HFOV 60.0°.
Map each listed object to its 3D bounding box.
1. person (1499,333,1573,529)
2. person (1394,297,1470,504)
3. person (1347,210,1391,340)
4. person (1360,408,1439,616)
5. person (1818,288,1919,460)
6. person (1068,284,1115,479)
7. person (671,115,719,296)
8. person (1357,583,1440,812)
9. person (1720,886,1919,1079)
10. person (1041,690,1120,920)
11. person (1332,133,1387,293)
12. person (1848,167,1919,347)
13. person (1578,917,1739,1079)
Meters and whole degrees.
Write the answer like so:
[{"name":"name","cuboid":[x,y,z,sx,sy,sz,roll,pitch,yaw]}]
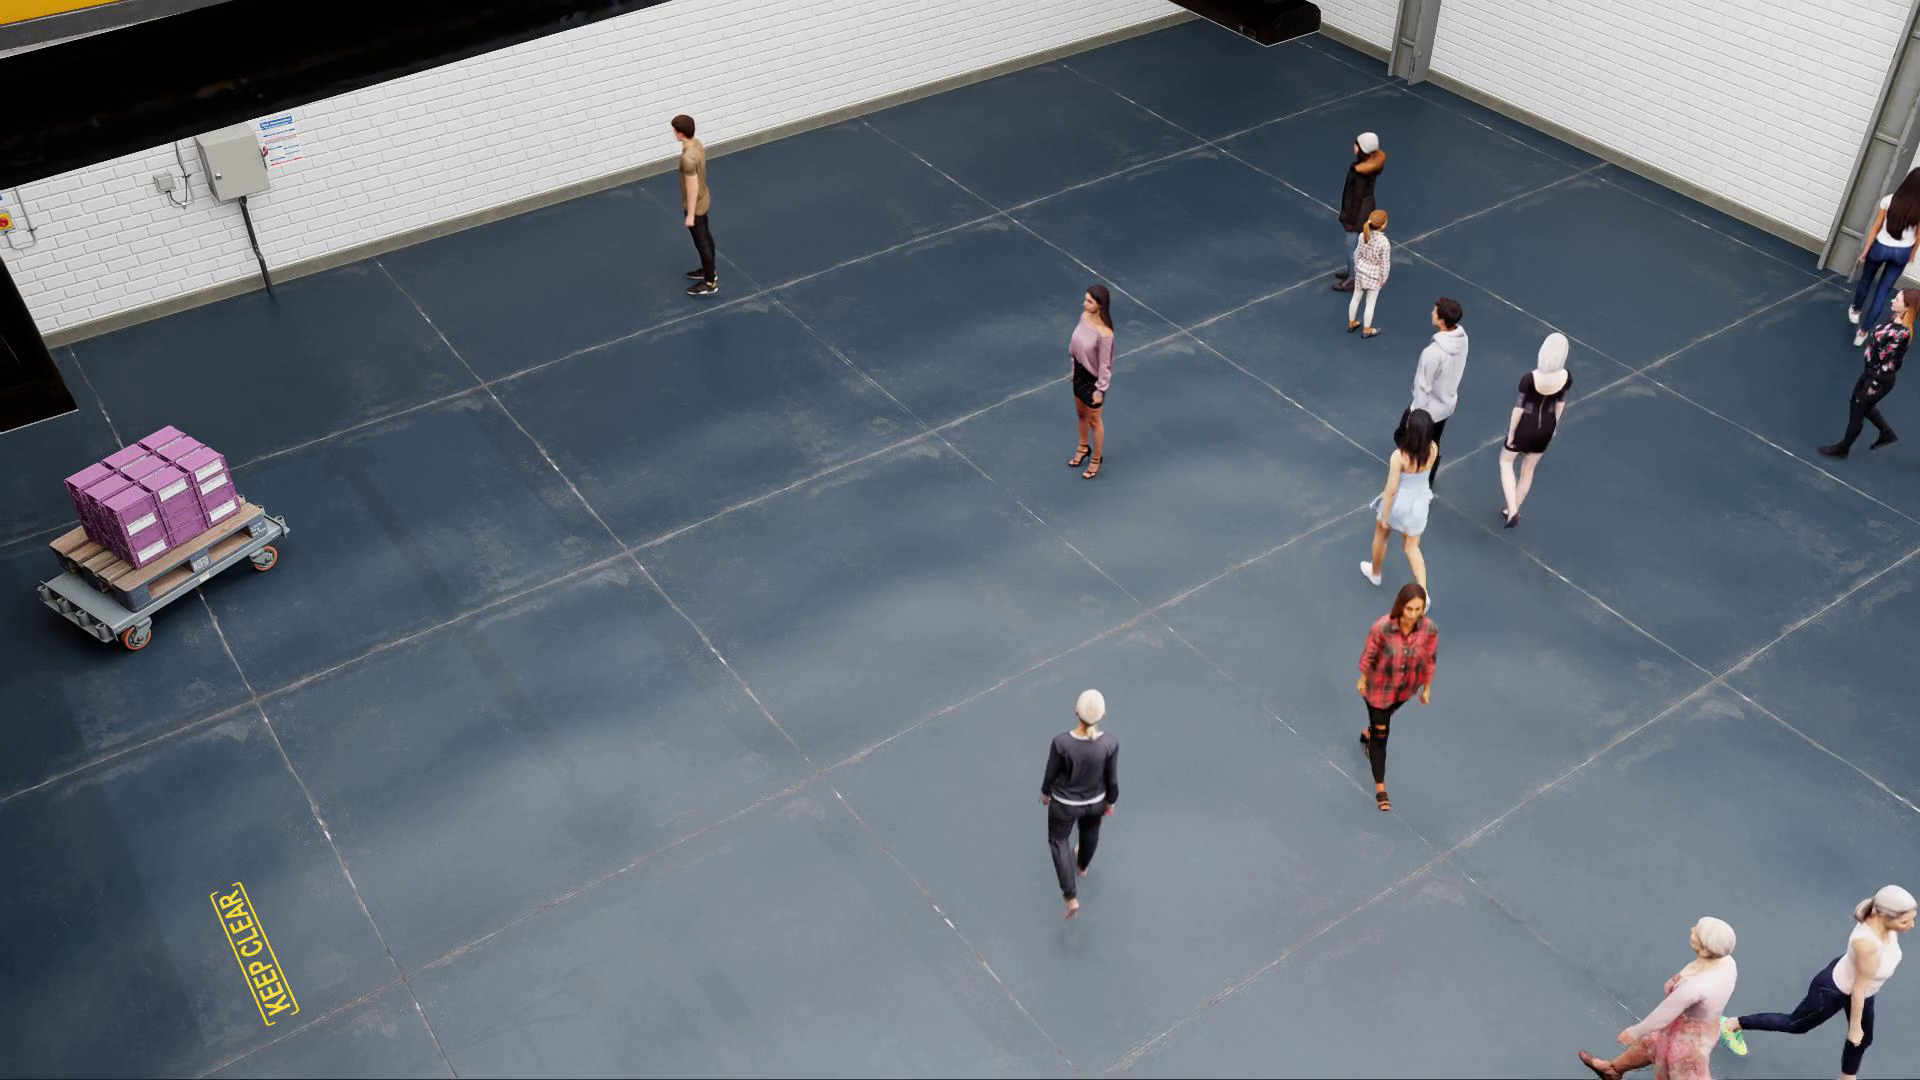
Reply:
[{"name":"person","cuboid":[4.558,-0.794,13.168,0.790,1.817,0.874,-1,39,-2]},{"name":"person","cuboid":[3.906,-1.064,13.429,0.699,1.914,0.687,-29,47,-31]},{"name":"person","cuboid":[3.871,-2.531,15.748,0.604,1.312,0.481,-28,46,-31]},{"name":"person","cuboid":[3.401,-0.191,12.505,0.799,1.702,1.145,-12,40,-15]},{"name":"person","cuboid":[7.807,-1.355,13.989,0.923,1.670,0.821,13,40,16]},{"name":"person","cuboid":[1.092,-1.320,13.831,0.688,1.812,0.488,-19,43,-23]},{"name":"person","cuboid":[-2.578,-3.297,16.276,0.810,1.850,0.703,-1,39,-1]},{"name":"person","cuboid":[2.885,0.913,11.155,0.978,1.662,1.146,-2,39,-3]},{"name":"person","cuboid":[4.767,2.471,9.202,1.227,1.665,0.744,31,48,33]},{"name":"person","cuboid":[0.736,1.626,10.226,0.880,1.707,1.036,-3,39,-4]},{"name":"person","cuboid":[3.932,-3.226,16.362,0.753,1.631,0.728,13,41,16]},{"name":"person","cuboid":[8.639,-2.606,15.488,0.915,1.755,0.882,19,42,22]},{"name":"person","cuboid":[3.959,2.723,8.899,1.094,1.648,0.746,29,47,31]}]
